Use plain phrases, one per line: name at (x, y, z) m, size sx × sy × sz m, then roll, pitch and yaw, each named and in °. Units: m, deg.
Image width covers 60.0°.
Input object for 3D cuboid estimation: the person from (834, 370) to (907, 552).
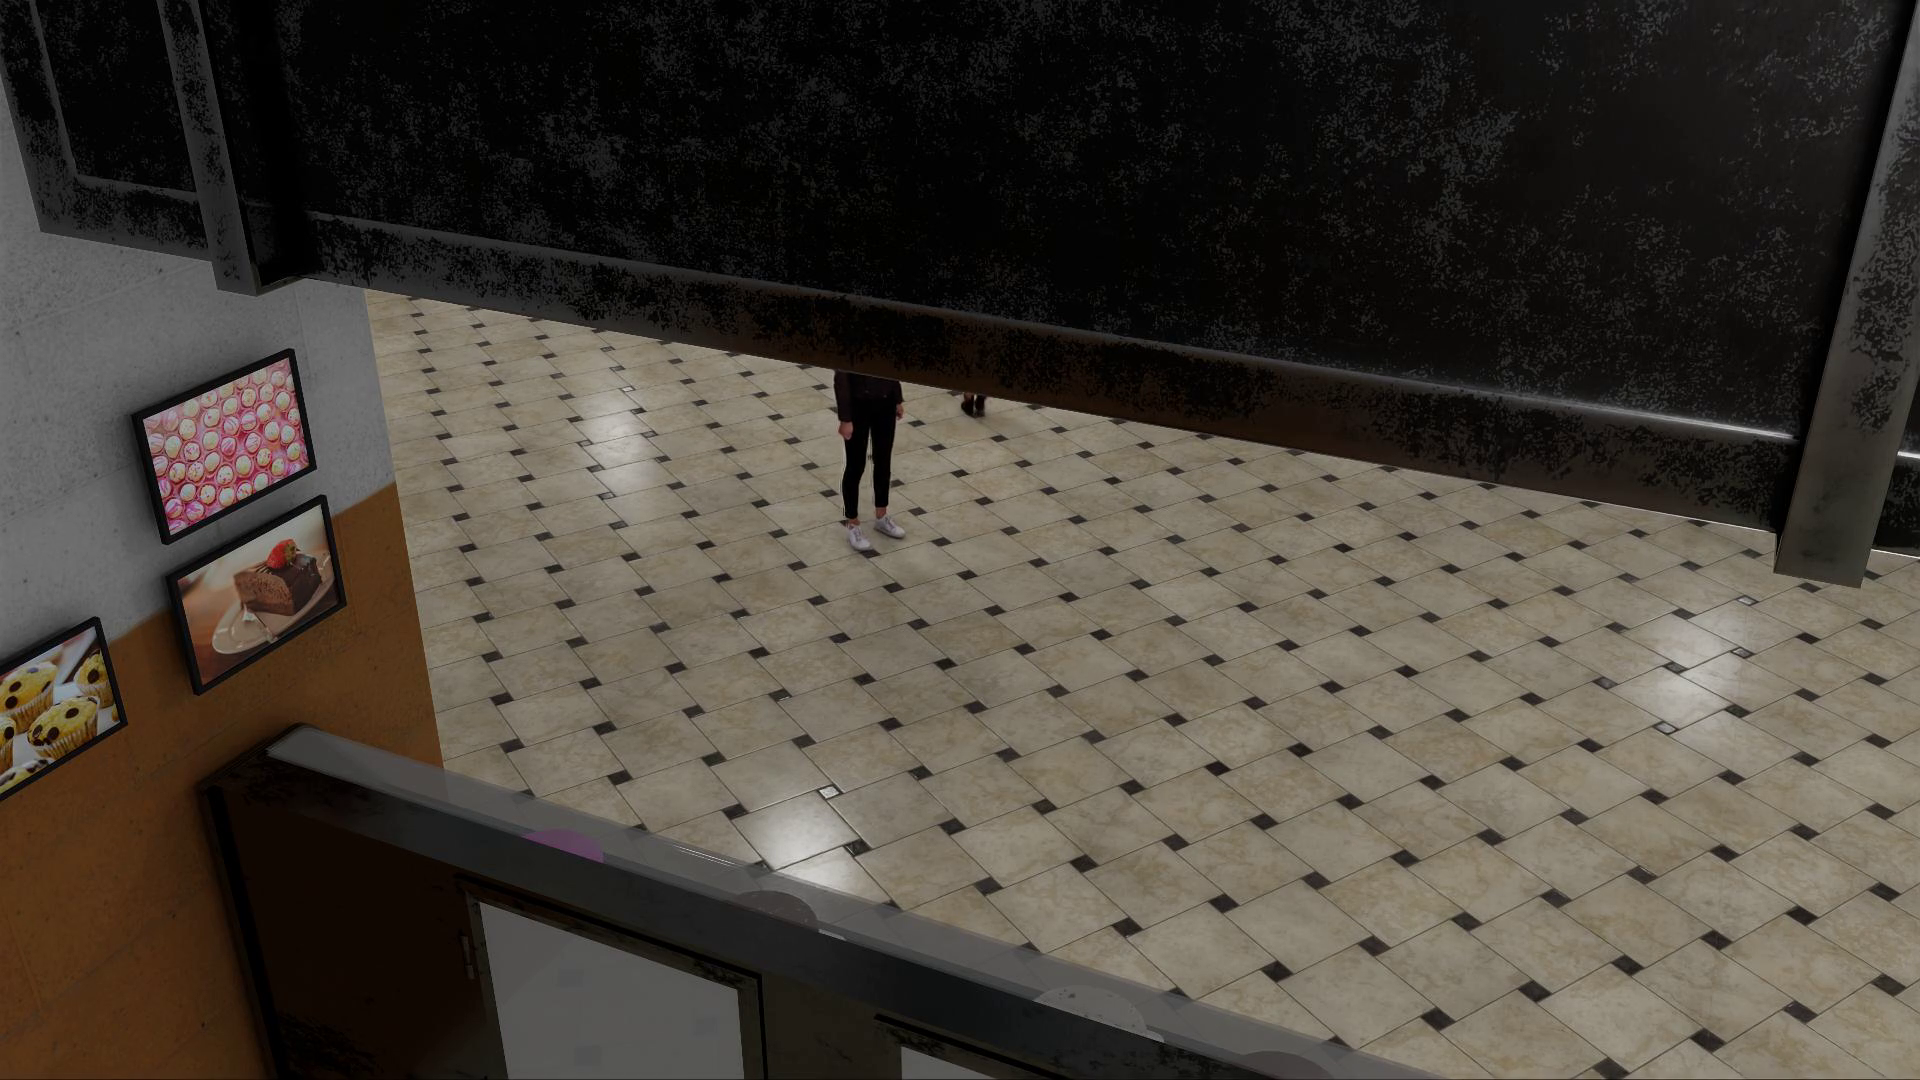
person at (-0.527, -0.781, 9.574) m, size 0.597 × 1.705 × 0.746 m, roll -20°, pitch 33°, yaw -34°
